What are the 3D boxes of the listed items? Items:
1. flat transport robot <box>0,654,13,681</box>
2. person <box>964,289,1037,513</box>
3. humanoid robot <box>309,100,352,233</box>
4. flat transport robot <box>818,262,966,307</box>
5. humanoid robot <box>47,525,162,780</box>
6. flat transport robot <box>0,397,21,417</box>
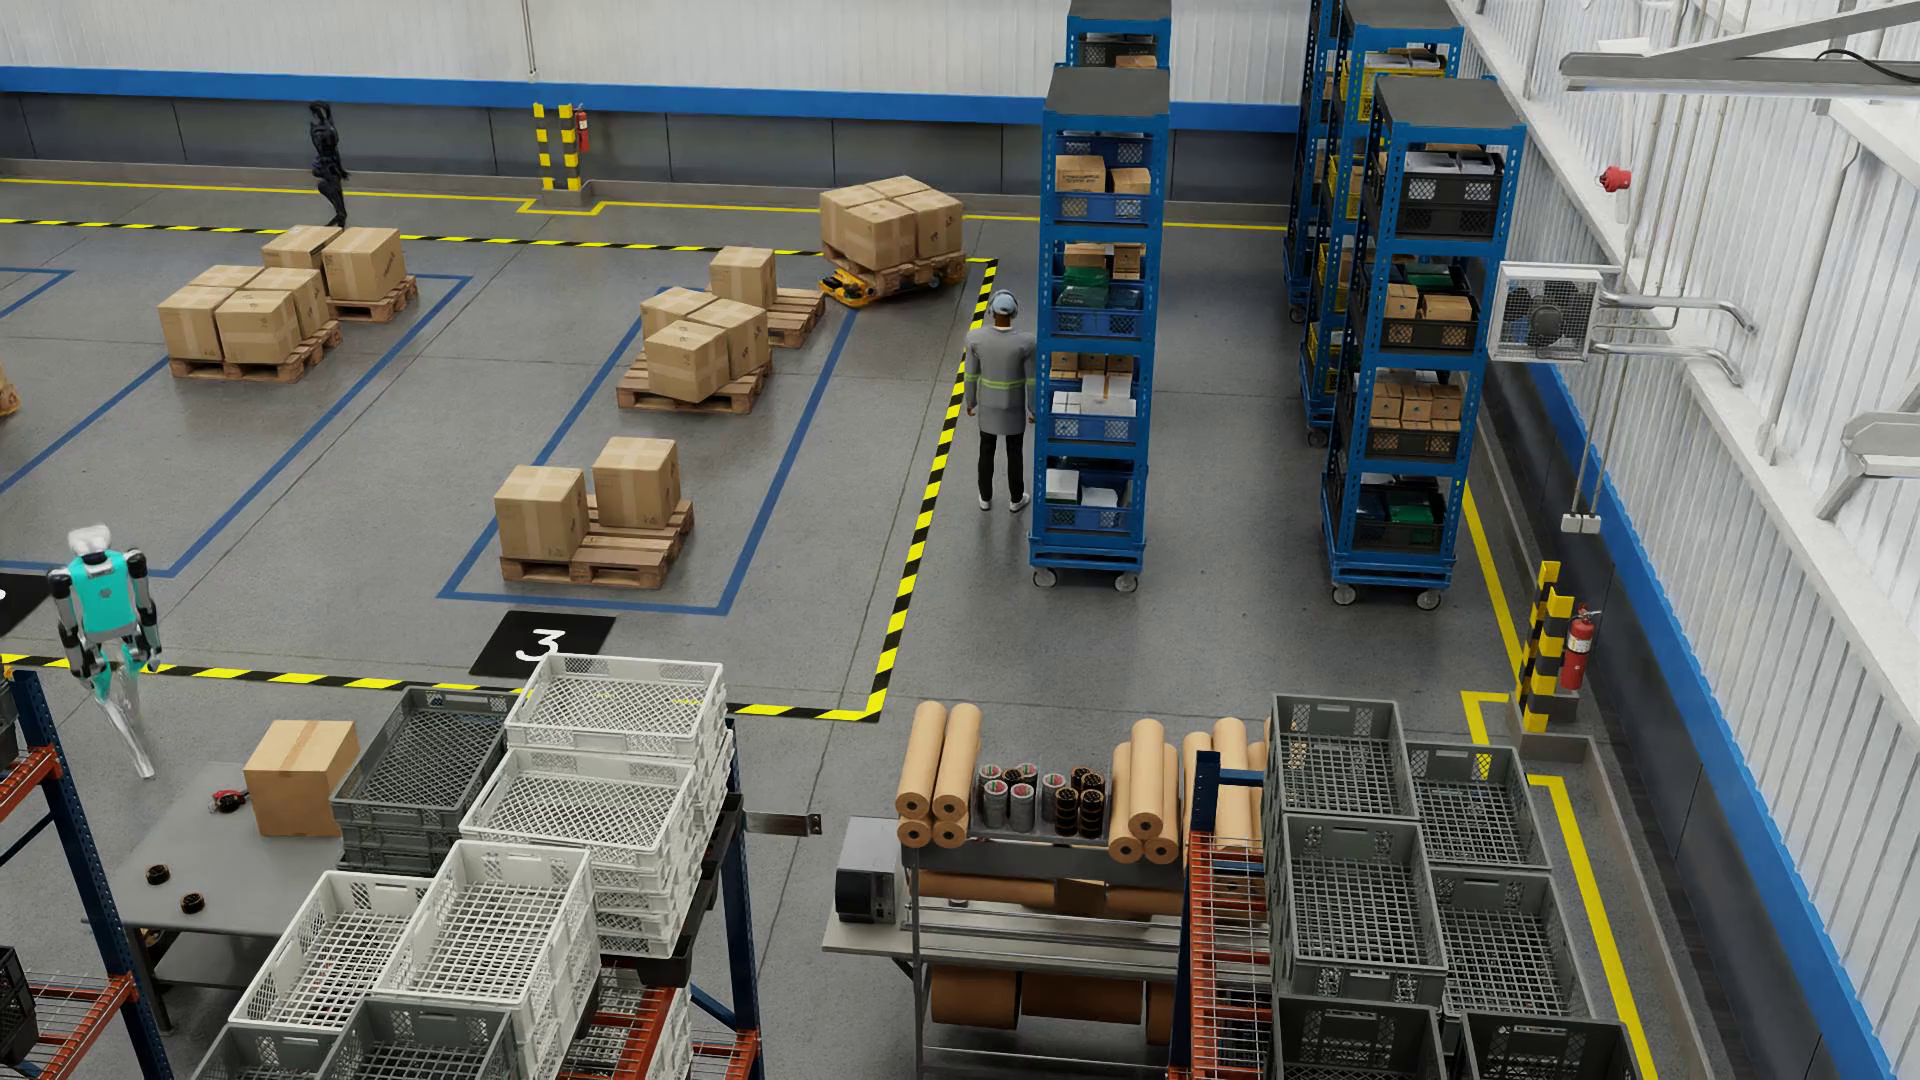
[{"bbox_3d":[-7.142,0.969,11.010,1.431,0.231,0.659,3,30,6],"label":"flat transport robot"},{"bbox_3d":[0.335,-1.085,12.962,0.598,1.850,0.386,5,31,9],"label":"person"},{"bbox_3d":[-6.908,-3.981,18.110,0.446,1.649,0.602,-2,30,-3],"label":"humanoid robot"},{"bbox_3d":[-0.705,-2.776,17.414,1.431,0.197,0.652,-19,35,-29],"label":"flat transport robot"},{"bbox_3d":[-5.238,0.602,10.210,0.559,1.794,0.933,-22,37,-33],"label":"humanoid robot"},{"bbox_3d":[-8.820,-0.958,14.291,0.652,0.197,1.431,3,30,6],"label":"flat transport robot"}]
